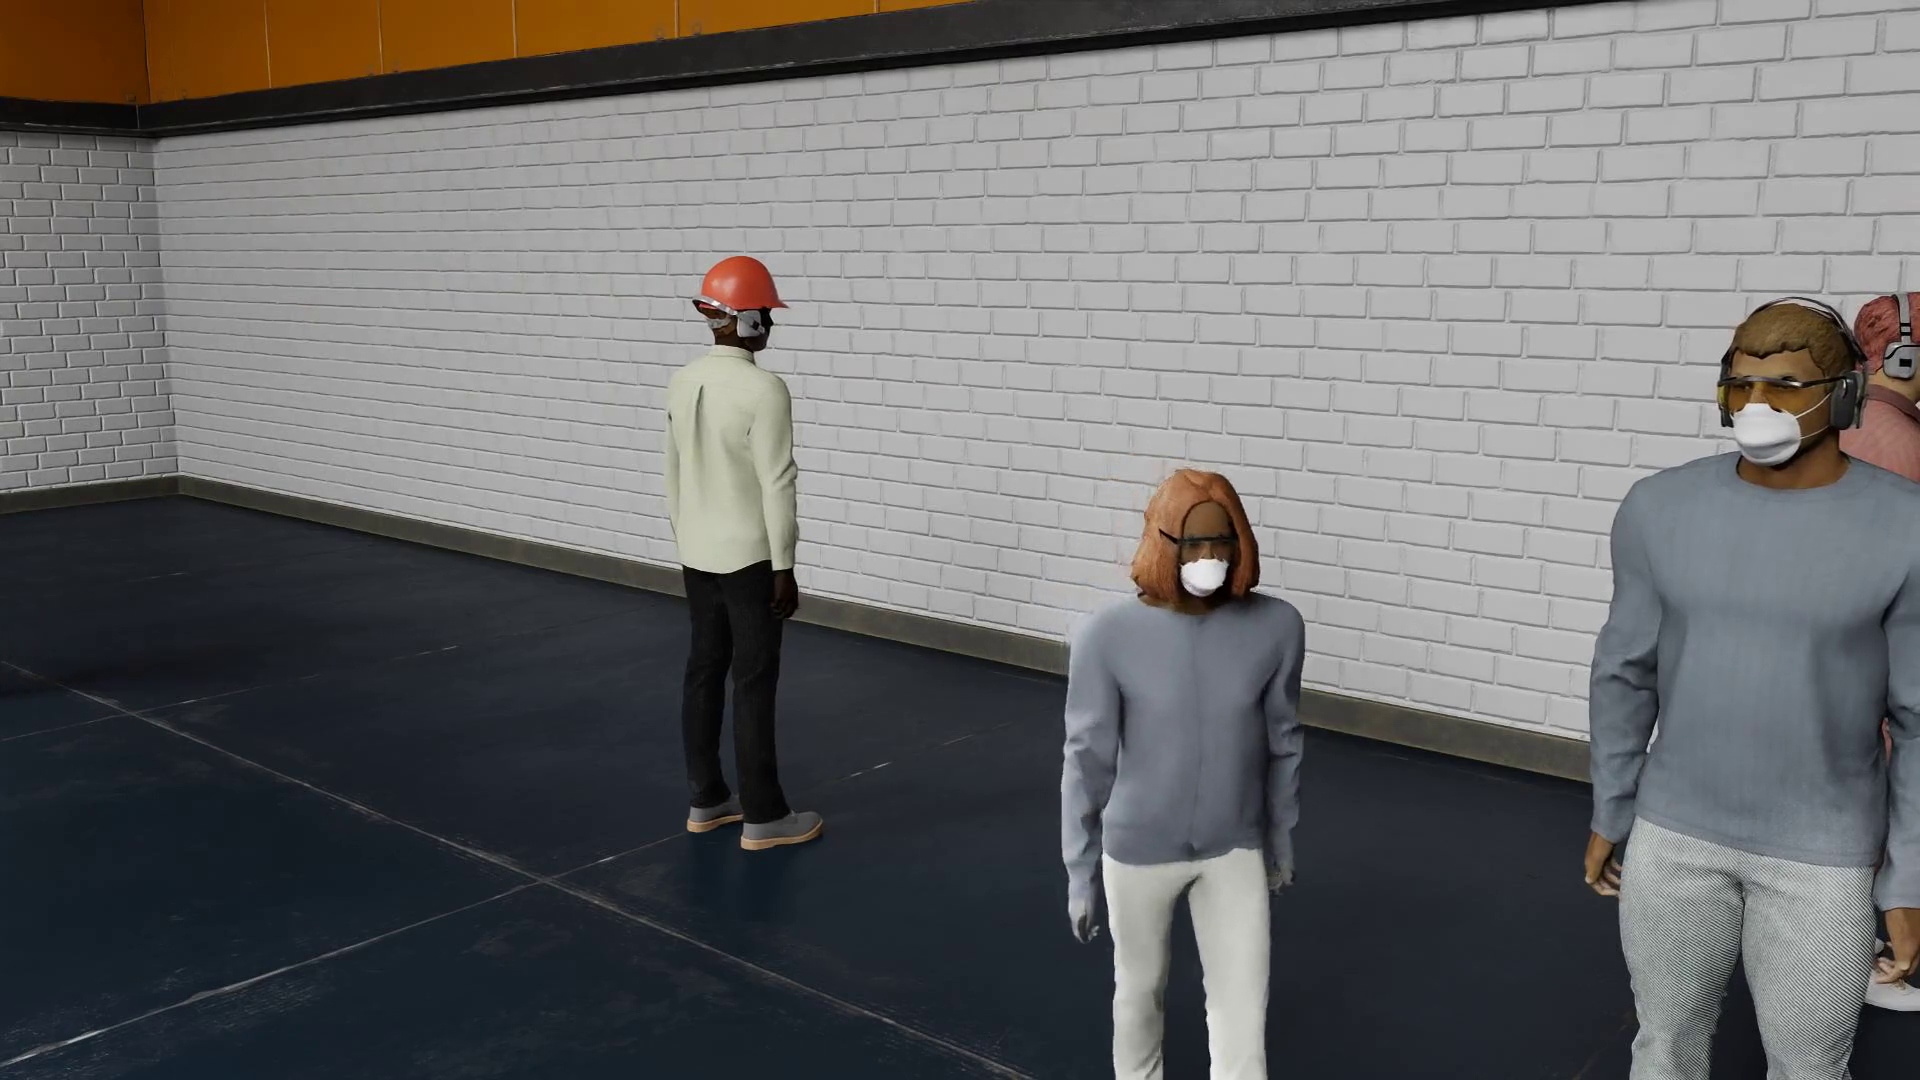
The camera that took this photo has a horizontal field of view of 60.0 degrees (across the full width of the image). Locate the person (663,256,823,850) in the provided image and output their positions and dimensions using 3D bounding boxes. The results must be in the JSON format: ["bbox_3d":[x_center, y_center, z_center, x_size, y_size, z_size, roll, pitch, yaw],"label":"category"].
[{"bbox_3d":[-0.751,0.044,5.660,0.612,1.994,0.394,9,14,43],"label":"person"}]

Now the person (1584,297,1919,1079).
[{"bbox_3d":[1.419,0.545,2.971,0.629,1.940,0.372,9,13,42],"label":"person"}]

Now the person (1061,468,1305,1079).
[{"bbox_3d":[0.460,0.653,3.336,0.528,1.581,0.854,-1,10,-7],"label":"person"}]

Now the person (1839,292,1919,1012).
[{"bbox_3d":[2.480,0.290,4.512,0.410,1.909,0.643,2,10,9],"label":"person"}]
